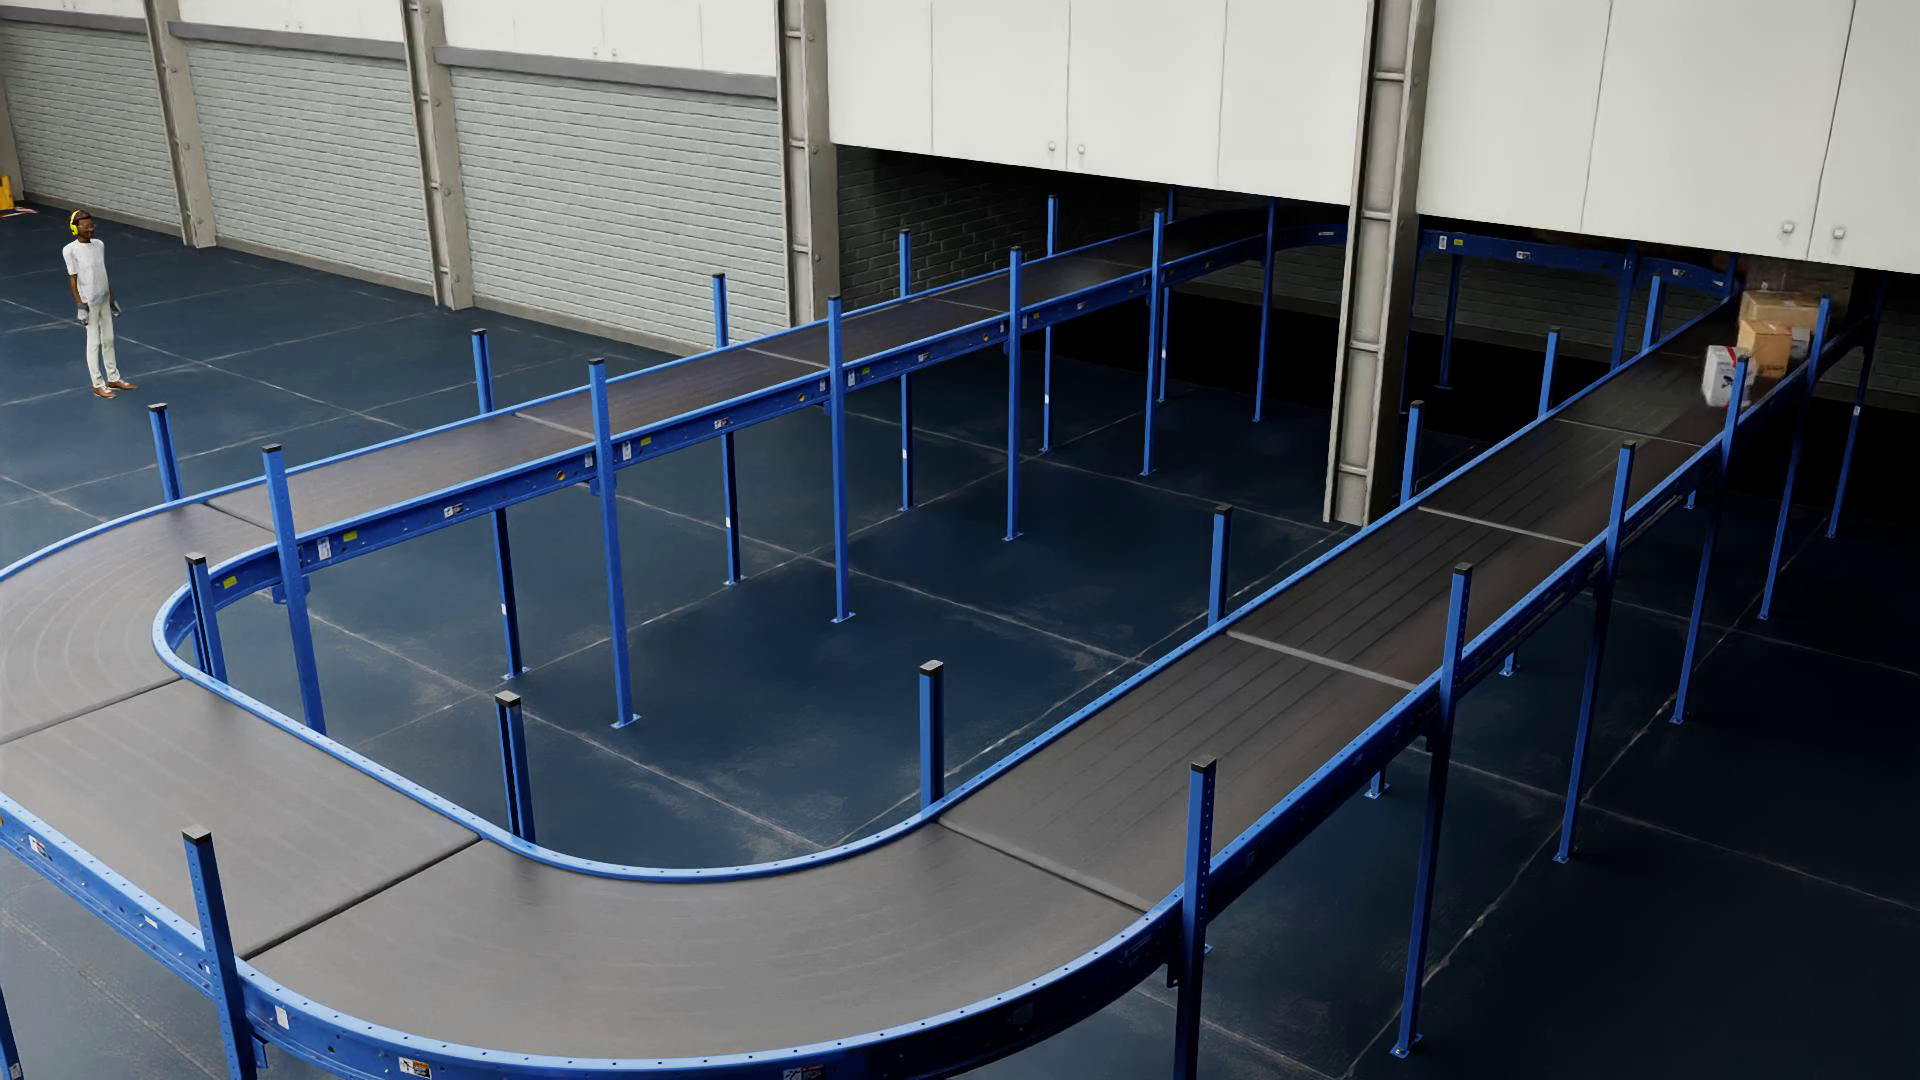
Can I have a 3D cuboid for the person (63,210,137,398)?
[{"bbox_3d":[-8.641,-2.370,16.659,0.328,1.872,0.514,5,22,13],"label":"person"}]
